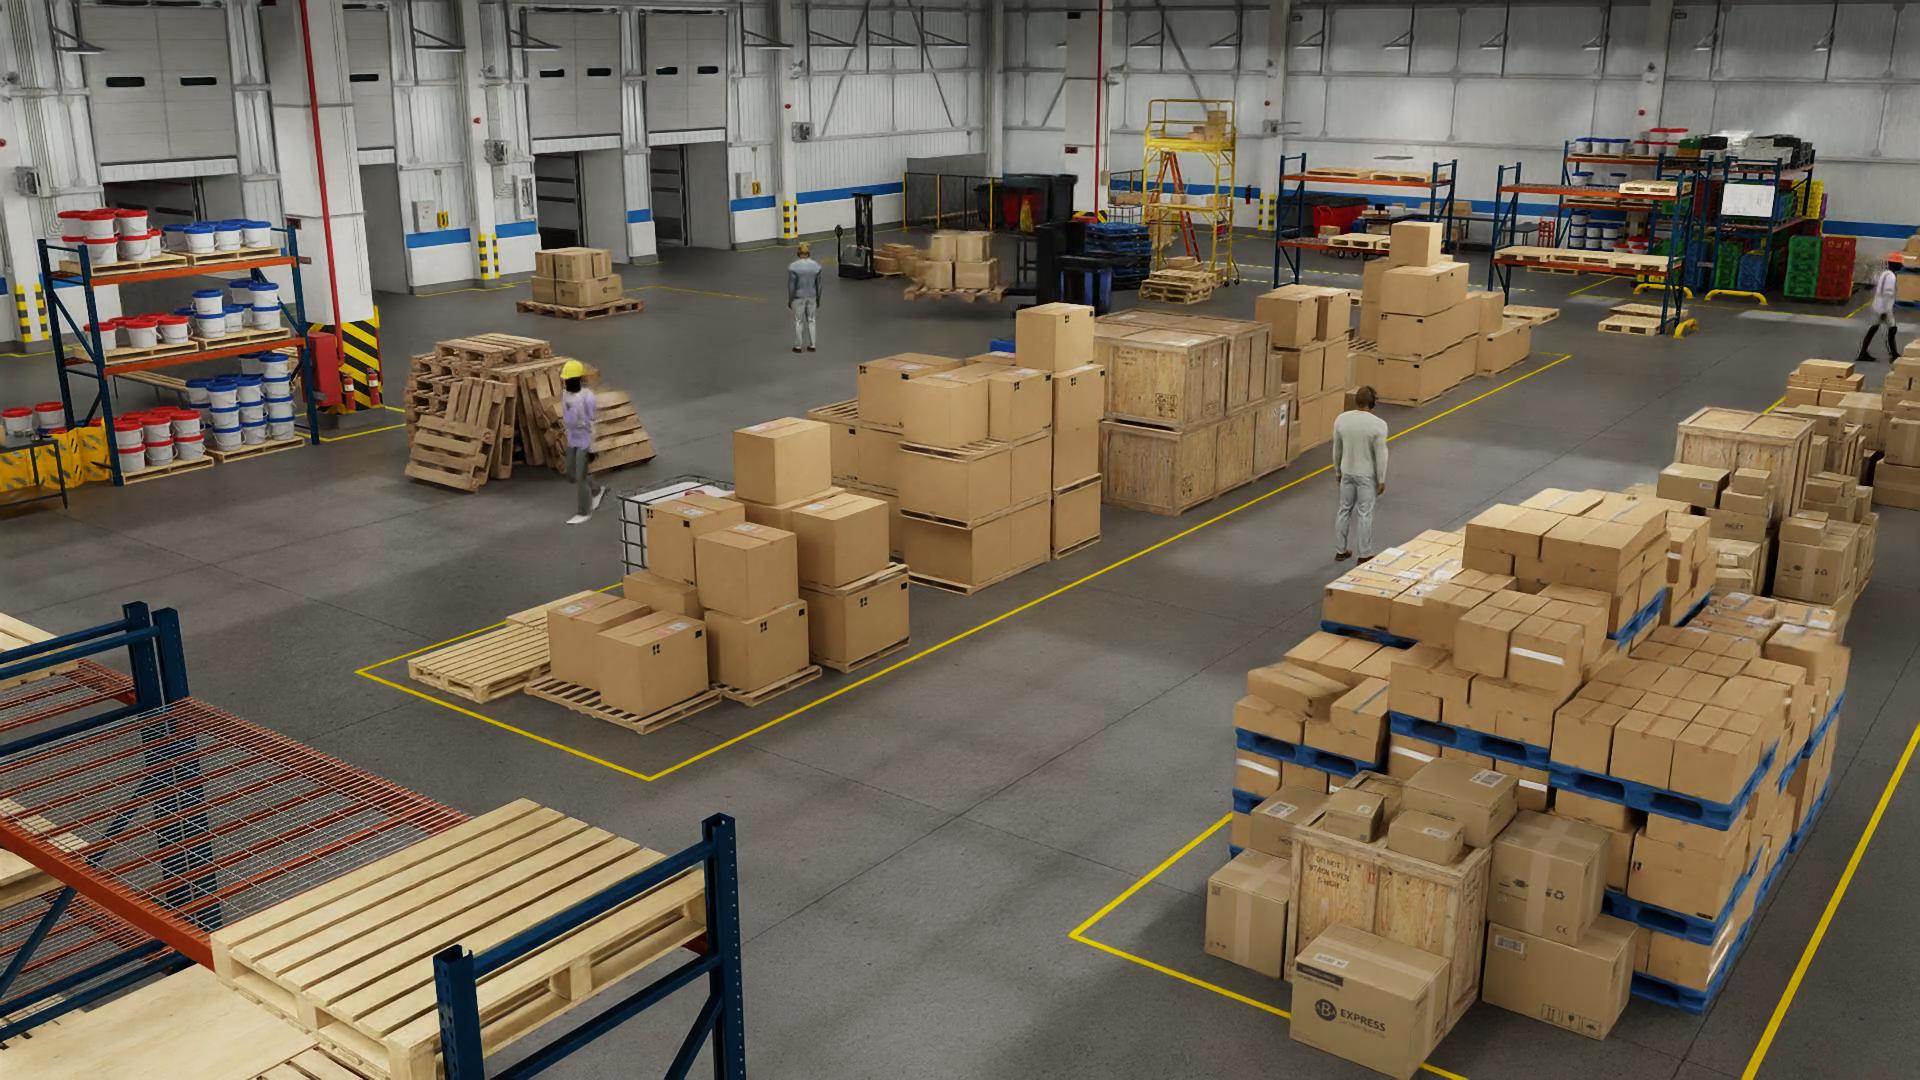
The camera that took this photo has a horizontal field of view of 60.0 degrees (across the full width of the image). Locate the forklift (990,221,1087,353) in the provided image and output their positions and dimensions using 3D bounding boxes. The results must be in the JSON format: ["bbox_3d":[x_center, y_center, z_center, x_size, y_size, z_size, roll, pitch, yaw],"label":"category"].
[{"bbox_3d":[1.458,-3.274,24.615,1.873,2.768,1.129,12,21,35],"label":"forklift"}]

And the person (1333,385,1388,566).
[{"bbox_3d":[4.245,-0.687,17.653,0.632,1.939,0.368,15,23,41],"label":"person"}]

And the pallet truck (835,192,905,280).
[{"bbox_3d":[-1.936,-7.159,38.982,1.885,1.965,0.823,-12,21,-34],"label":"pallet truck"}]

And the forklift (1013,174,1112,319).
[{"bbox_3d":[2.071,-5.842,33.117,1.873,2.768,1.129,3,17,10],"label":"forklift"}]

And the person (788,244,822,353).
[{"bbox_3d":[-2.760,-4.290,29.610,0.635,1.928,0.381,-9,19,-27],"label":"person"}]

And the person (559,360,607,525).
[{"bbox_3d":[-4.359,-1.149,19.230,0.589,1.911,0.559,14,21,38],"label":"person"}]

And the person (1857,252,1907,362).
[{"bbox_3d":[16.068,-3.989,28.649,0.903,1.897,0.572,5,17,15],"label":"person"}]
